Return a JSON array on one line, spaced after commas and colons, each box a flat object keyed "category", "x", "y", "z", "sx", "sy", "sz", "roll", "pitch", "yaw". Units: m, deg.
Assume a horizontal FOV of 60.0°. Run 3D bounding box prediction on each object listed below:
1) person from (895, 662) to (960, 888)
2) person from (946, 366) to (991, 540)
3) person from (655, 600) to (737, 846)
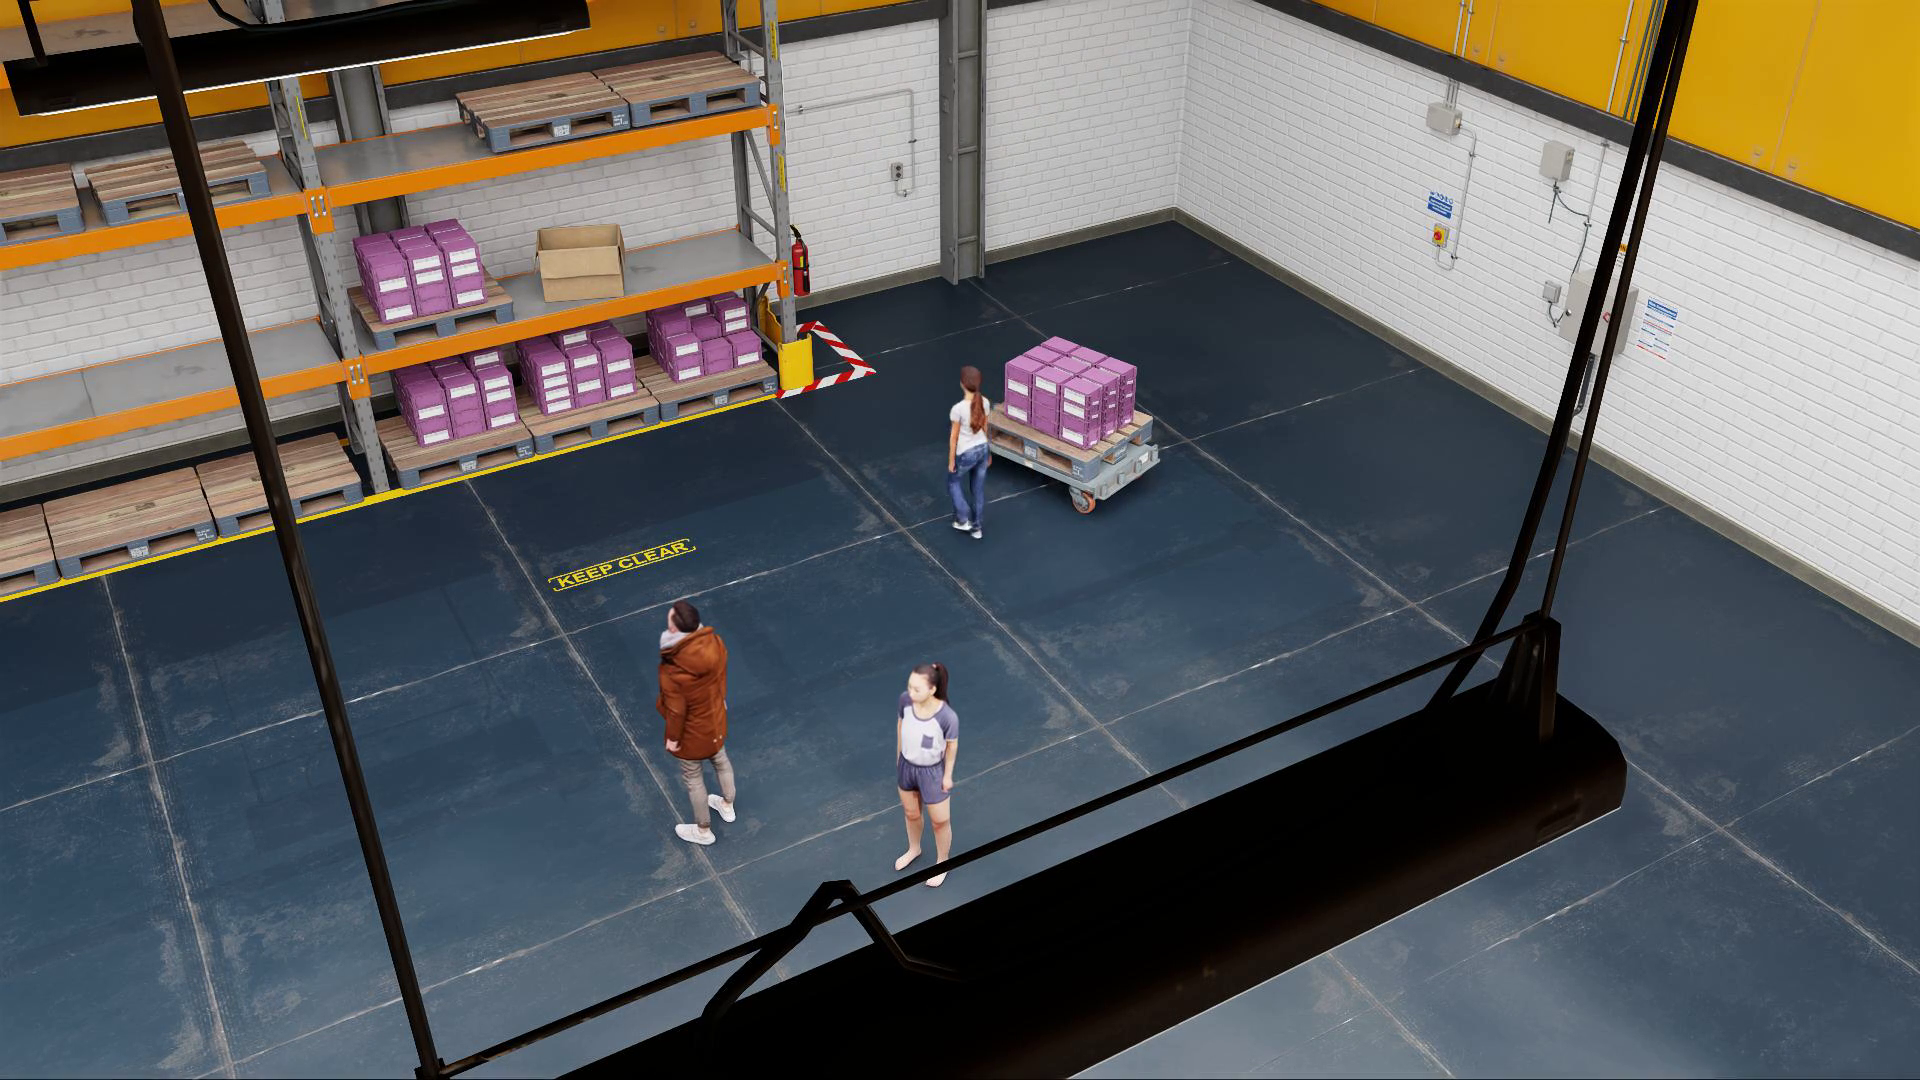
[{"category": "person", "x": -0.216, "y": 1.440, "z": 10.380, "sx": 0.667, "sy": 1.651, "sz": 0.662, "roll": 21, "pitch": 39, "yaw": 28}, {"category": "person", "x": 0.118, "y": -0.687, "z": 13.670, "sx": 0.505, "sy": 1.550, "sz": 0.605, "roll": -18, "pitch": 38, "yaw": -25}, {"category": "person", "x": -1.675, "y": 1.159, "z": 10.633, "sx": 0.882, "sy": 1.837, "sz": 0.780, "roll": 21, "pitch": 39, "yaw": 28}]
